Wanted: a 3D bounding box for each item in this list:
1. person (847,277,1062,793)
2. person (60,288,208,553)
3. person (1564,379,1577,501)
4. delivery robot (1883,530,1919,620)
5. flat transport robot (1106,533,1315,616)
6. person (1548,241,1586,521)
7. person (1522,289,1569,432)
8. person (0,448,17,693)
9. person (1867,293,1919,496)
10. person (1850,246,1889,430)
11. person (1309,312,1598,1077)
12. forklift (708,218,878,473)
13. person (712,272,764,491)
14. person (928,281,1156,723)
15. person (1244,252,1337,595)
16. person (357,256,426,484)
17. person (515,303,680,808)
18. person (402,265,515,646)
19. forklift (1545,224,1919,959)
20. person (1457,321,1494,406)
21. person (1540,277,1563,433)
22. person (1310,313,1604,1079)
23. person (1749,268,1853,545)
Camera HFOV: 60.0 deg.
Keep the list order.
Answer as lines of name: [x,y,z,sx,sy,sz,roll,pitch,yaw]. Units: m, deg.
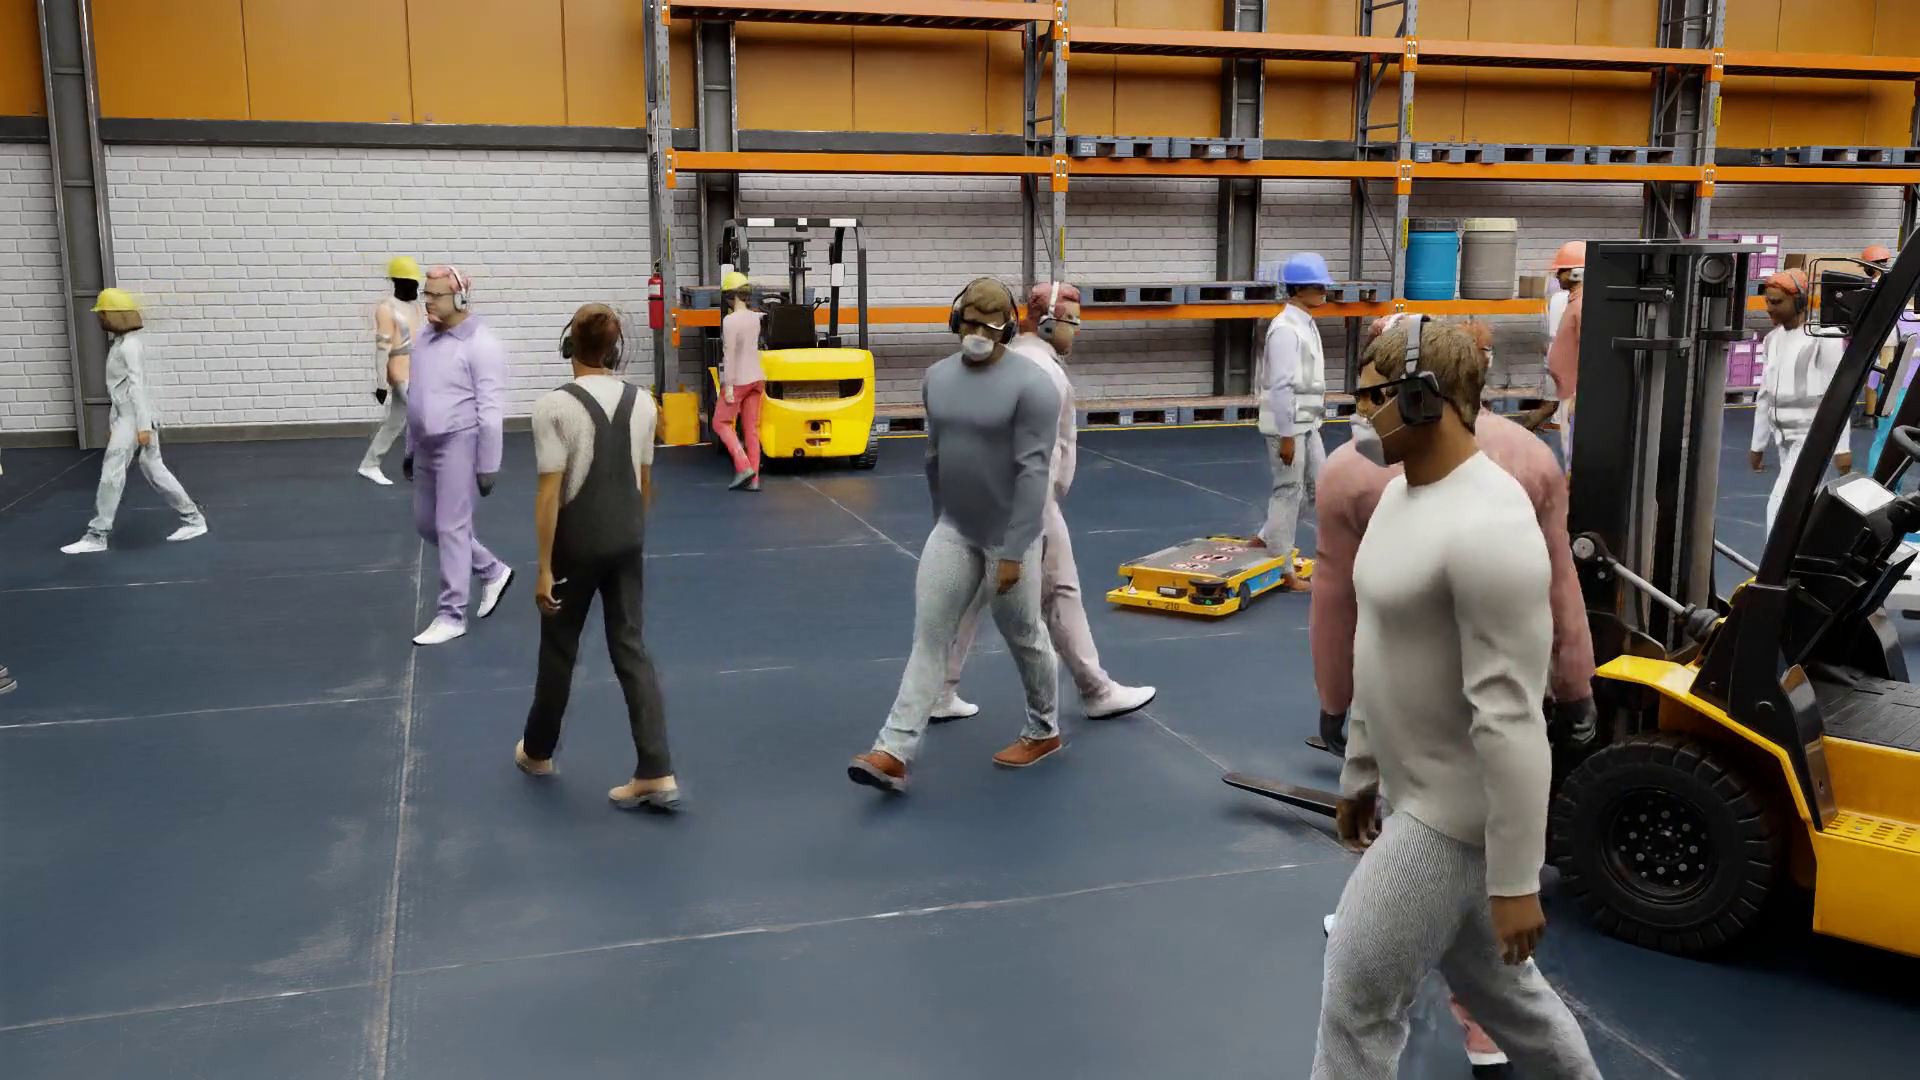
person: [0.046,-0.004,6.041,0.641,1.876,1.021,9,14,40]
person: [-5.413,-0.789,10.842,0.877,1.697,0.497,-5,12,-27]
person: [3.027,-0.321,7.457,0.605,2.000,0.825,8,13,37]
delivery robot: [4.782,0.191,8.345,0.707,0.478,0.477,4,11,21]
flat transport robot: [1.451,0.179,9.445,0.652,0.197,1.431,7,12,32]
person: [4.124,-1.003,11.204,0.399,1.989,0.622,3,11,15]
person: [5.156,-1.520,14.289,0.899,1.911,0.551,-3,11,-14]
person: [-4.458,-0.214,7.354,0.403,1.825,0.595,-8,13,-37]
person: [6.725,-1.058,11.895,0.567,1.849,0.389,-8,13,-36]
person: [9.585,-2.119,17.504,0.544,1.927,0.385,-8,13,-39]
person: [1.237,0.355,4.214,0.688,1.843,0.965,-3,11,-16]
forklift: [-1.522,-1.778,14.899,1.214,2.155,2.313,-3,11,-17]
person: [-1.754,-1.244,13.193,0.378,1.748,0.523,5,12,26]
person: [0.307,-0.135,6.863,1.005,1.834,0.723,-4,11,-20]
person: [1.895,-0.648,9.401,0.426,1.935,0.640,5,11,24]
person: [-4.504,-1.350,13.439,0.976,1.882,0.589,1,10,5]
person: [-1.313,0.052,5.995,0.545,1.796,0.938,-9,14,-41]
person: [-2.568,-0.451,8.463,0.672,1.893,0.659,9,13,40]
forklift: [2.909,0.117,4.508,2.313,2.155,1.214,9,14,40]
person: [2.442,-0.270,8.229,0.396,1.615,0.528,-1,10,-6]
person: [6.312,-2.079,17.248,0.627,1.941,0.371,-4,11,-20]
person: [0.947,0.518,3.187,0.999,1.891,0.646,0,10,2]
person: [4.415,-0.513,8.913,0.776,1.849,0.628,-1,10,-3]
